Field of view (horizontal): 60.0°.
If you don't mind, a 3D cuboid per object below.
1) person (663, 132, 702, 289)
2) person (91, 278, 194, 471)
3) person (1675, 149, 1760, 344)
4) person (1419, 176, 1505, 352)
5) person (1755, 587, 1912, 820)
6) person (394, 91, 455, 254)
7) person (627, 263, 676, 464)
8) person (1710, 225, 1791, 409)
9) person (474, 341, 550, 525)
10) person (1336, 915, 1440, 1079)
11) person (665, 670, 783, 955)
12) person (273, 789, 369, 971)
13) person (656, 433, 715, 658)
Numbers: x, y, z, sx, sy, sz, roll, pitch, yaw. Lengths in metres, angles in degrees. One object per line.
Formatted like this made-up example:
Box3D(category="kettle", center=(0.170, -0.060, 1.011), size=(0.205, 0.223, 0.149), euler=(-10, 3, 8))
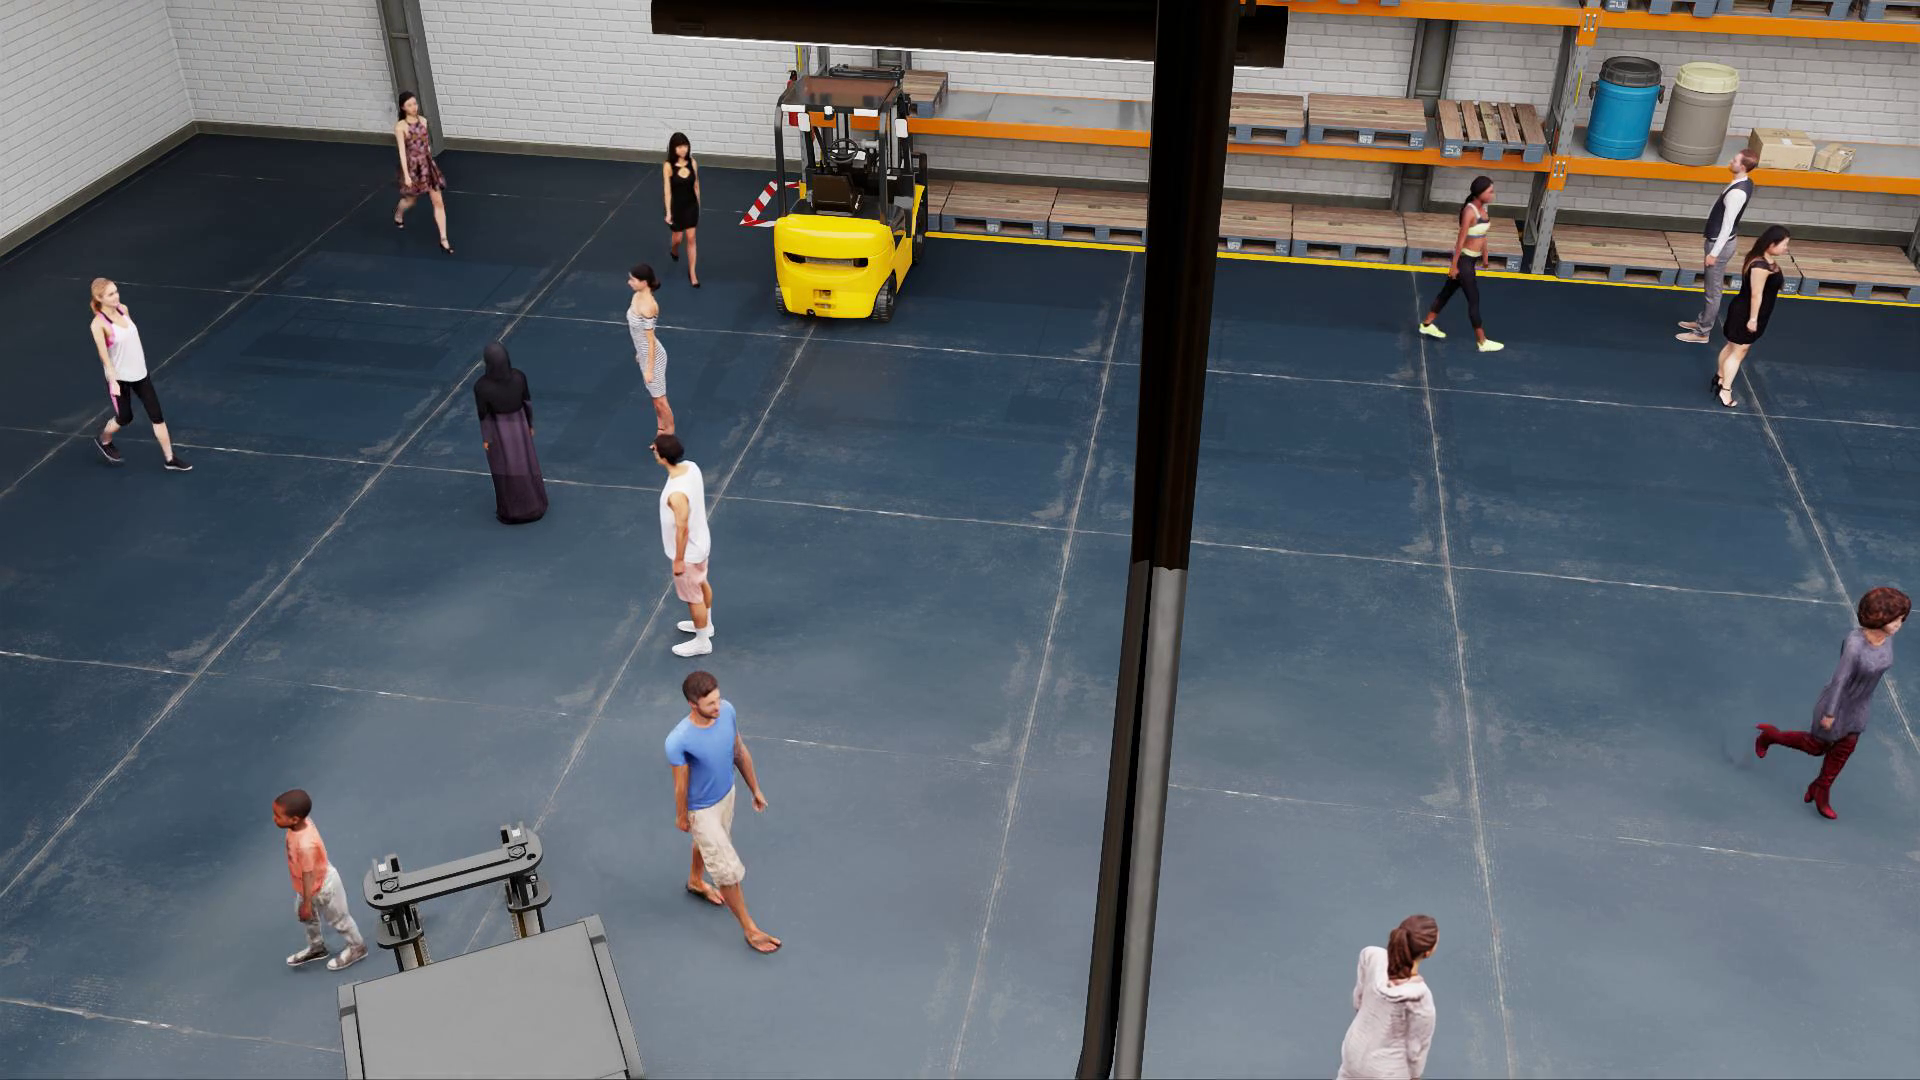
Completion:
Box3D(category="person", center=(-2.894, -3.429, 17.173), size=(0.871, 1.636, 0.904), euler=(-17, 37, -24))
Box3D(category="person", center=(-7.081, -1.369, 13.962), size=(1.120, 1.761, 0.685), euler=(8, 35, 12))
Box3D(category="person", center=(7.340, -2.845, 16.024), size=(0.674, 1.936, 0.720), euler=(16, 37, 22))
Box3D(category="person", center=(4.770, -2.664, 15.961), size=(1.179, 1.704, 0.936), euler=(23, 40, 30))
Box3D(category="person", center=(5.496, 0.990, 10.474), size=(0.938, 1.692, 0.926), euler=(-14, 36, -20))
Box3D(category="person", center=(-5.868, -3.946, 17.852), size=(1.222, 1.746, 0.943), euler=(22, 40, 30))
Box3D(category="person", center=(-2.615, -1.519, 14.133), size=(0.698, 1.820, 0.680), euler=(-12, 35, -17))
Box3D(category="person", center=(7.098, -2.035, 15.006), size=(0.616, 1.712, 0.667), euler=(9, 35, 13))
Box3D(category="person", center=(-3.633, -0.875, 13.353), size=(0.704, 1.612, 0.768), euler=(-20, 38, -27))
Box3D(category="person", center=(2.063, 2.510, 8.197), size=(0.787, 1.683, 0.731), euler=(-21, 39, -28))
Box3D(category="person", center=(-1.515, 1.466, 9.632), size=(1.204, 1.832, 0.956), euler=(21, 39, 28))
Box3D(category="person", center=(-3.582, 1.917, 9.438), size=(0.753, 1.295, 0.685), euler=(-20, 38, -27))
Box3D(category="person", center=(-1.925, 0.029, 11.836), size=(0.599, 1.784, 0.654), euler=(2, 34, 3))
